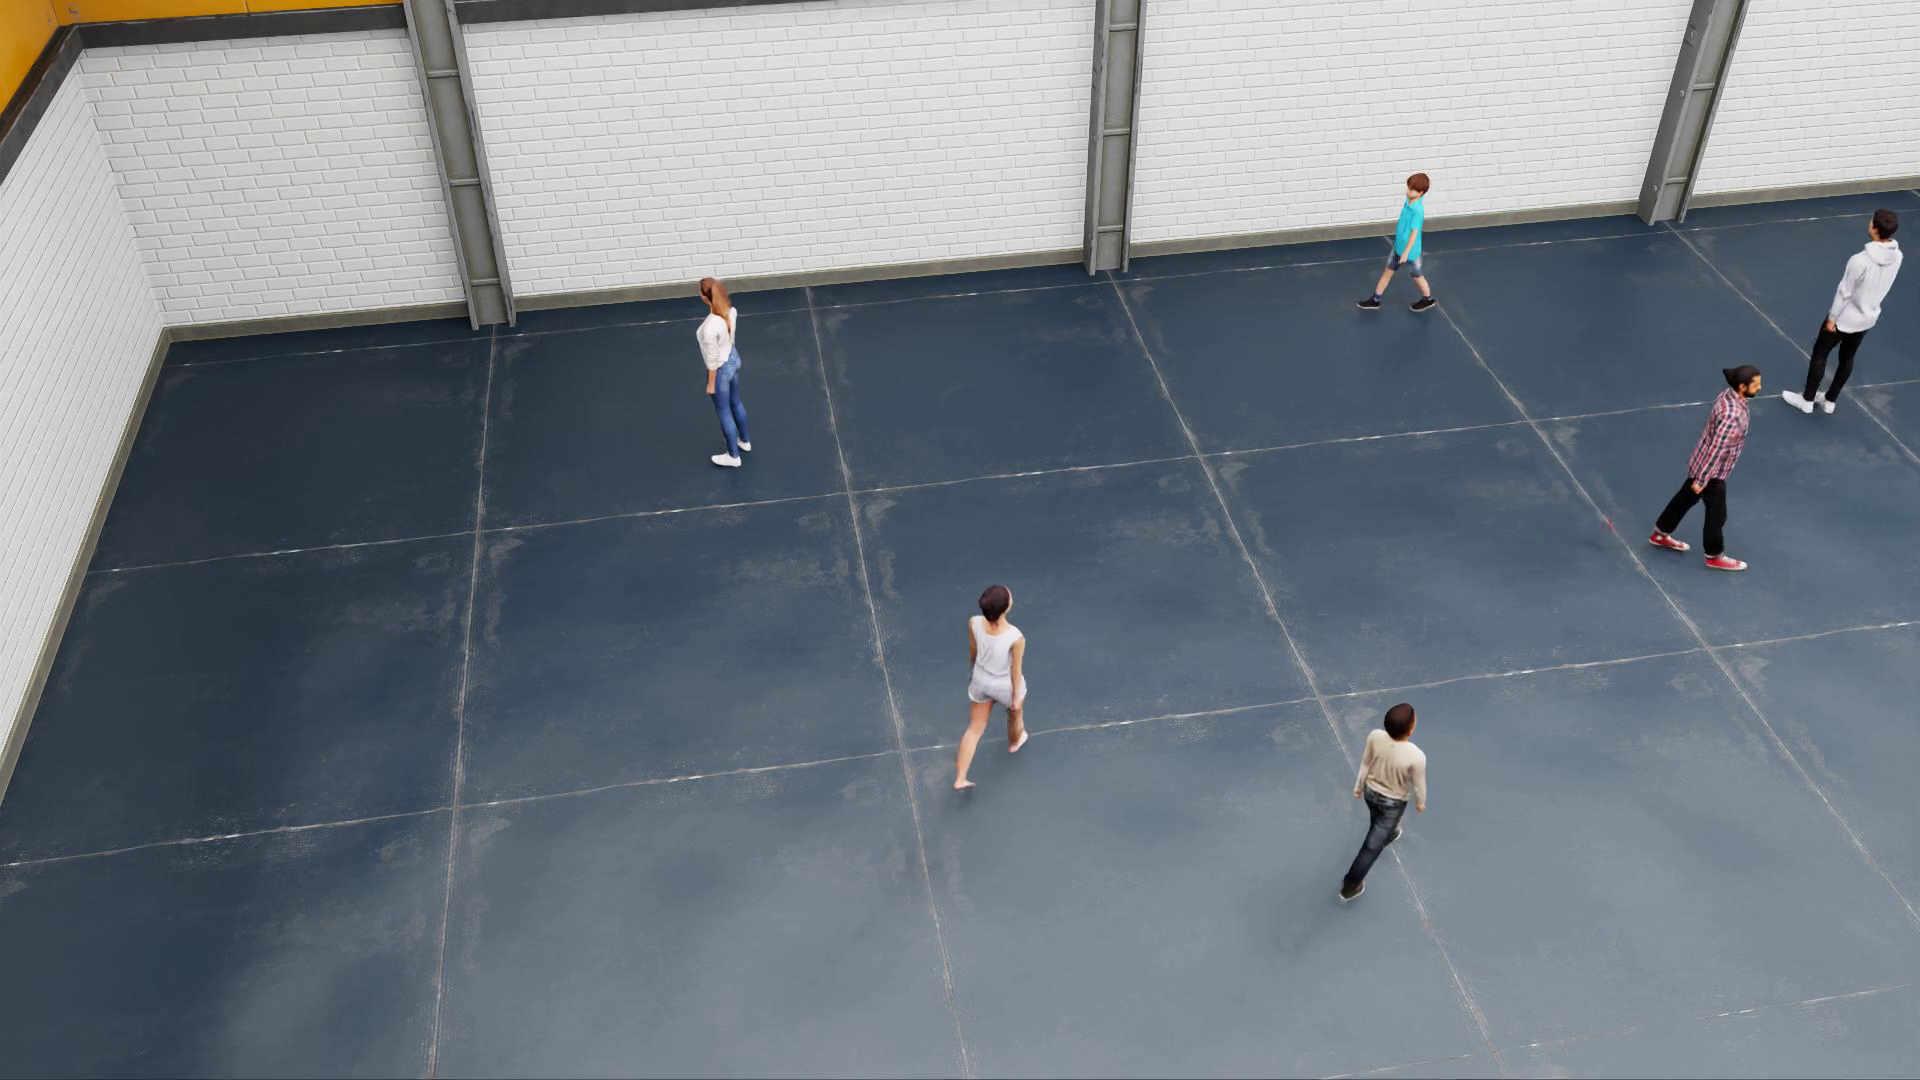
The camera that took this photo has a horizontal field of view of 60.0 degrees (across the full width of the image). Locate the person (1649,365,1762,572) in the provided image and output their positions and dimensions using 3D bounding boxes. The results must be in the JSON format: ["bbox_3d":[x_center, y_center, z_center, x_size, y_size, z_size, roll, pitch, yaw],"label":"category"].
[{"bbox_3d":[5.615,-0.579,12.587,1.111,1.735,1.000,13,40,15],"label":"person"}]

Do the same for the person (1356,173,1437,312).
[{"bbox_3d":[4.271,-2.758,15.570,0.991,1.417,0.565,-4,39,-5],"label":"person"}]

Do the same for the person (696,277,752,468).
[{"bbox_3d":[-1.933,-1.386,13.608,0.680,1.722,0.685,12,40,15],"label":"person"}]

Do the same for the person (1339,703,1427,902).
[{"bbox_3d":[2.543,1.609,10.091,0.922,1.431,1.067,31,48,32],"label":"person"}]

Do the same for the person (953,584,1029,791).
[{"bbox_3d":[0.186,0.976,10.768,1.030,1.575,1.046,20,43,23],"label":"person"}]

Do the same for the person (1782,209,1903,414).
[{"bbox_3d":[7.620,-1.883,14.072,0.650,1.921,0.801,-13,40,-15],"label":"person"}]
